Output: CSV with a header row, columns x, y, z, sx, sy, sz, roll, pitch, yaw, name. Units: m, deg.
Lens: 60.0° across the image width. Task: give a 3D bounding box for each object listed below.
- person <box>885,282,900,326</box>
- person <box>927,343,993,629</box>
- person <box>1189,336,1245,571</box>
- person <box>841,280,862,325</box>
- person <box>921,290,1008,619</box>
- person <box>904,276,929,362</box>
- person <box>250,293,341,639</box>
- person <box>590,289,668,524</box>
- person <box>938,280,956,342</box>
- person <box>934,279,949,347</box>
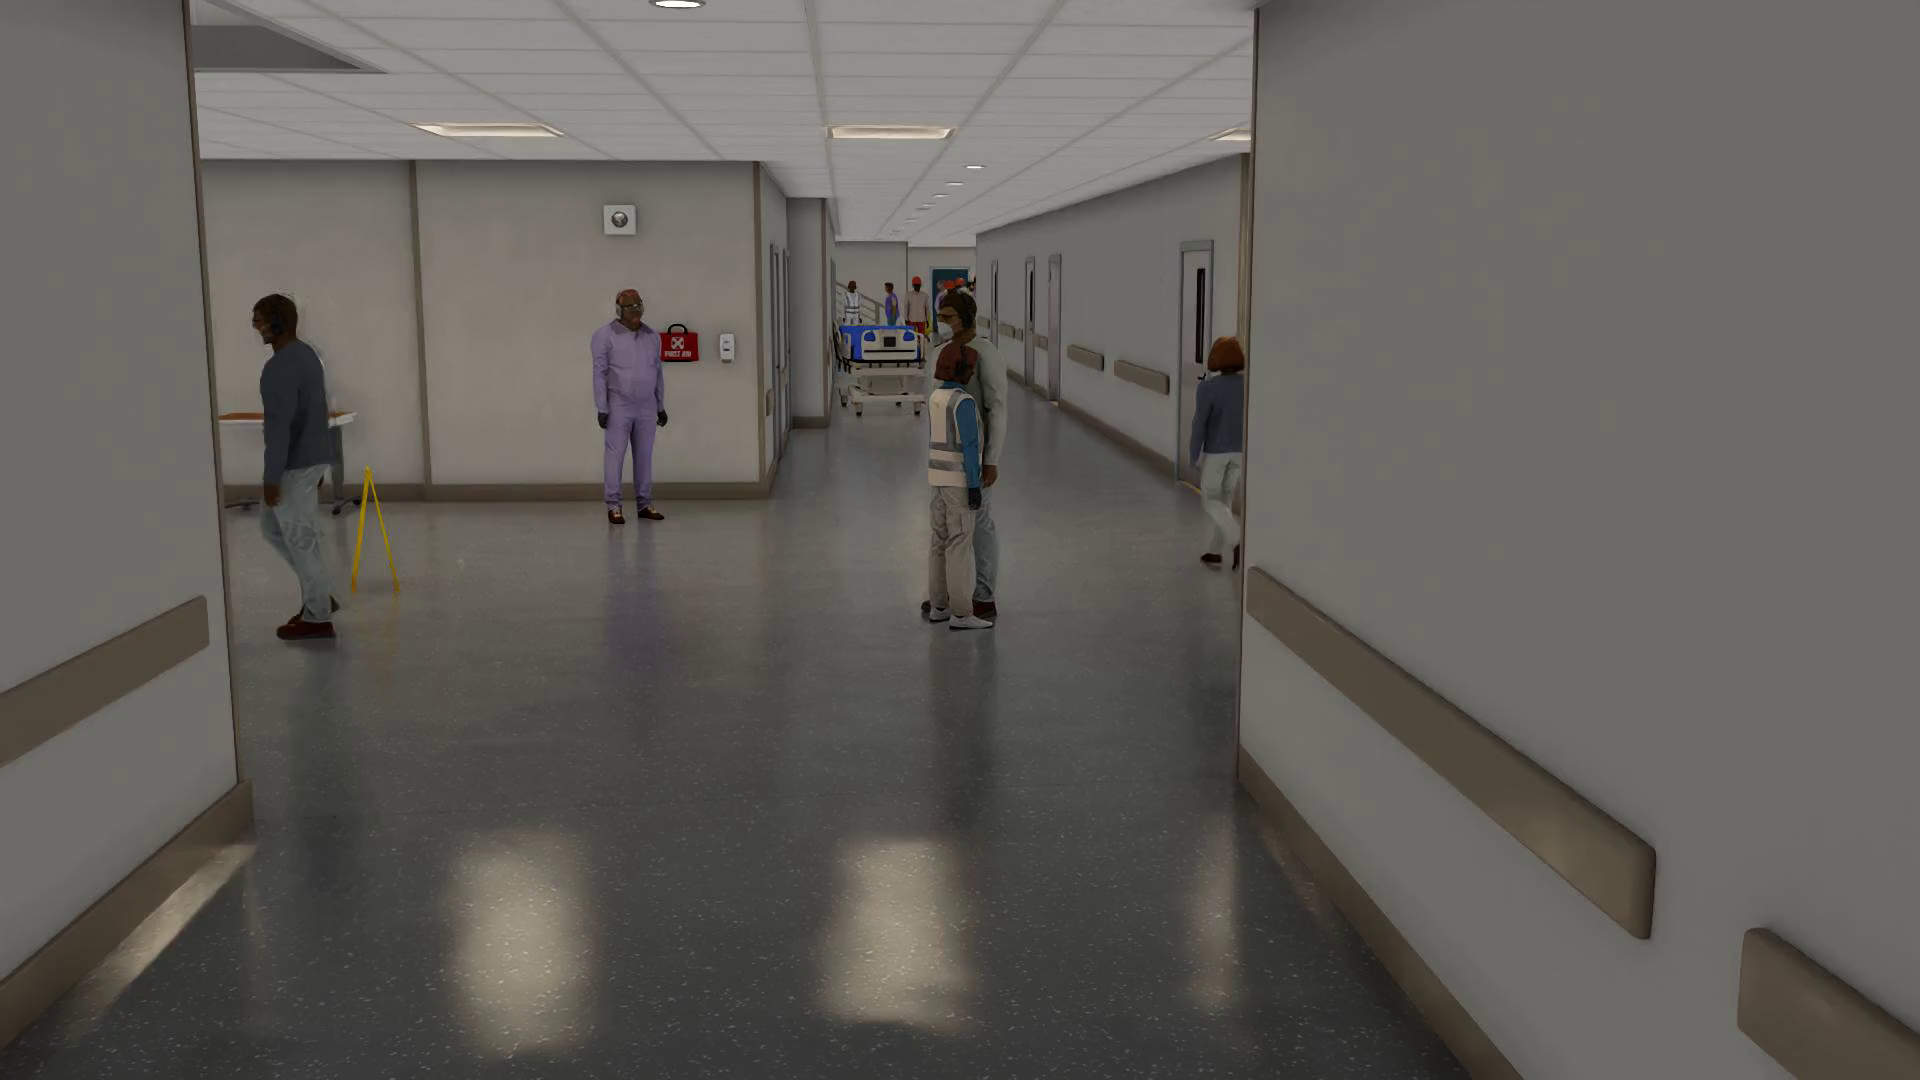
x,y,z,sx,sy,sz,roll,pitch,yaw,name
-1.748,-5.696,42.744,0.390,1.841,0.564,-2,9,-13,person
-0.028,-0.307,9.550,0.308,1.638,0.511,-5,10,-26,person
1.830,-0.590,11.411,0.517,1.617,0.626,-5,10,-27,person
-2.841,-5.856,43.611,0.572,1.886,0.355,-6,11,-32,person
0.022,-0.495,9.792,0.354,1.936,0.635,-7,11,-37,person
-1.004,-5.122,38.659,0.612,1.995,0.379,-2,9,-14,person
-3.698,-0.393,9.179,0.451,1.921,0.652,-2,9,-9,person
-2.687,-1.093,13.639,0.639,1.911,0.406,-7,12,-39,person
-0.183,-5.064,38.553,0.676,1.908,0.482,-3,10,-20,person
-0.519,-6.359,46.701,0.407,1.906,0.655,-2,9,-13,person
